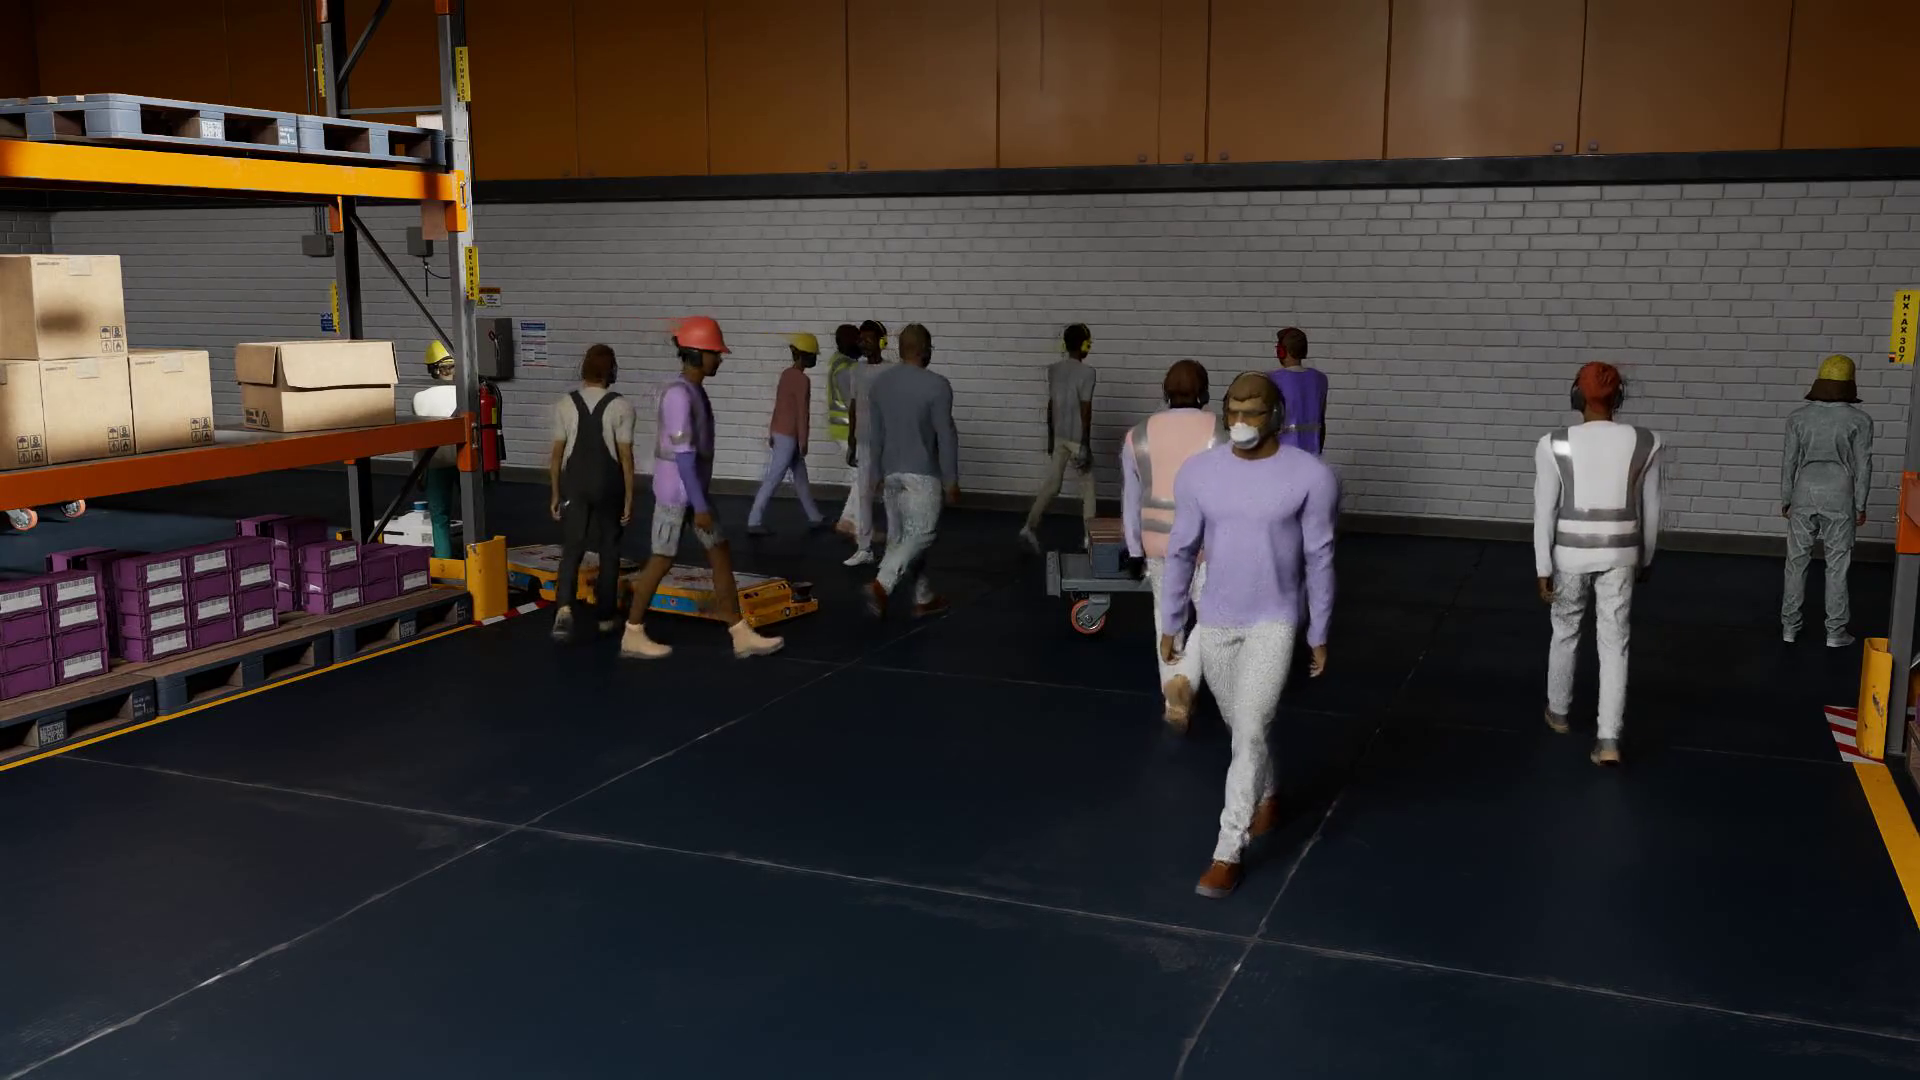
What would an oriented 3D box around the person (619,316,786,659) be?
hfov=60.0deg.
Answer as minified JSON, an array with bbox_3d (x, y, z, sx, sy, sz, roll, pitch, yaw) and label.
[{"bbox_3d":[-1.531,-0.276,9.486,1.005,1.981,0.610,1,9,9],"label":"person"}]

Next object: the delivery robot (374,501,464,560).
[{"bbox_3d":[-3.900,-0.038,12.080,0.707,0.478,0.477,4,10,23],"label":"delivery robot"}]

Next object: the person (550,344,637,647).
[{"bbox_3d":[-2.225,-0.264,9.998,0.551,1.805,0.885,0,9,1],"label":"person"}]

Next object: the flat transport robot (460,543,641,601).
[{"bbox_3d":[-2.894,0.212,11.708,1.431,0.197,0.652,9,13,44],"label":"flat transport robot"}]

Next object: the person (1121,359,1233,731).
[{"bbox_3d":[1.084,0.039,8.057,0.637,1.823,0.609,4,10,24],"label":"person"}]

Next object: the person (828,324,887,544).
[{"bbox_3d":[-0.843,-0.856,13.573,0.455,1.802,0.655,-1,9,-6],"label":"person"}]

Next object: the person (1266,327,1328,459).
[{"bbox_3d":[2.304,-0.542,11.517,0.570,1.843,0.372,-6,11,-31],"label":"person"}]

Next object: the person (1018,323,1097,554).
[{"bbox_3d":[0.821,-0.795,13.149,0.520,1.826,0.929,9,13,42],"label":"person"}]

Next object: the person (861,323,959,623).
[{"bbox_3d":[-0.348,-0.414,10.539,0.640,1.912,0.793,8,12,39],"label":"person"}]

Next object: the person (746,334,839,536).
[{"bbox_3d":[-1.435,-0.886,14.032,0.867,1.697,0.539,-4,10,-21],"label":"person"}]

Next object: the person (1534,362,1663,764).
[{"bbox_3d":[2.957,0.092,7.750,0.575,1.838,1.002,3,10,15],"label":"person"}]

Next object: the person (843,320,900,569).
[{"bbox_3d":[-0.634,-0.709,12.486,0.518,1.860,0.323,5,11,29],"label":"person"}]

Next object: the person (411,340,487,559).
[{"bbox_3d":[-3.540,-0.498,11.532,0.531,1.762,0.348,-7,12,-38],"label":"person"}]

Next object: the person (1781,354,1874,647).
[{"bbox_3d":[5.183,-0.236,9.972,0.489,1.743,0.322,8,12,41],"label":"person"}]

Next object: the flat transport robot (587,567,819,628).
[{"bbox_3d":[-1.691,0.350,10.873,1.431,0.197,0.652,6,11,32],"label":"flat transport robot"}]

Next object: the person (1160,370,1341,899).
[{"bbox_3d":[1.102,0.297,6.300,0.647,1.897,1.010,5,11,29],"label":"person"}]
